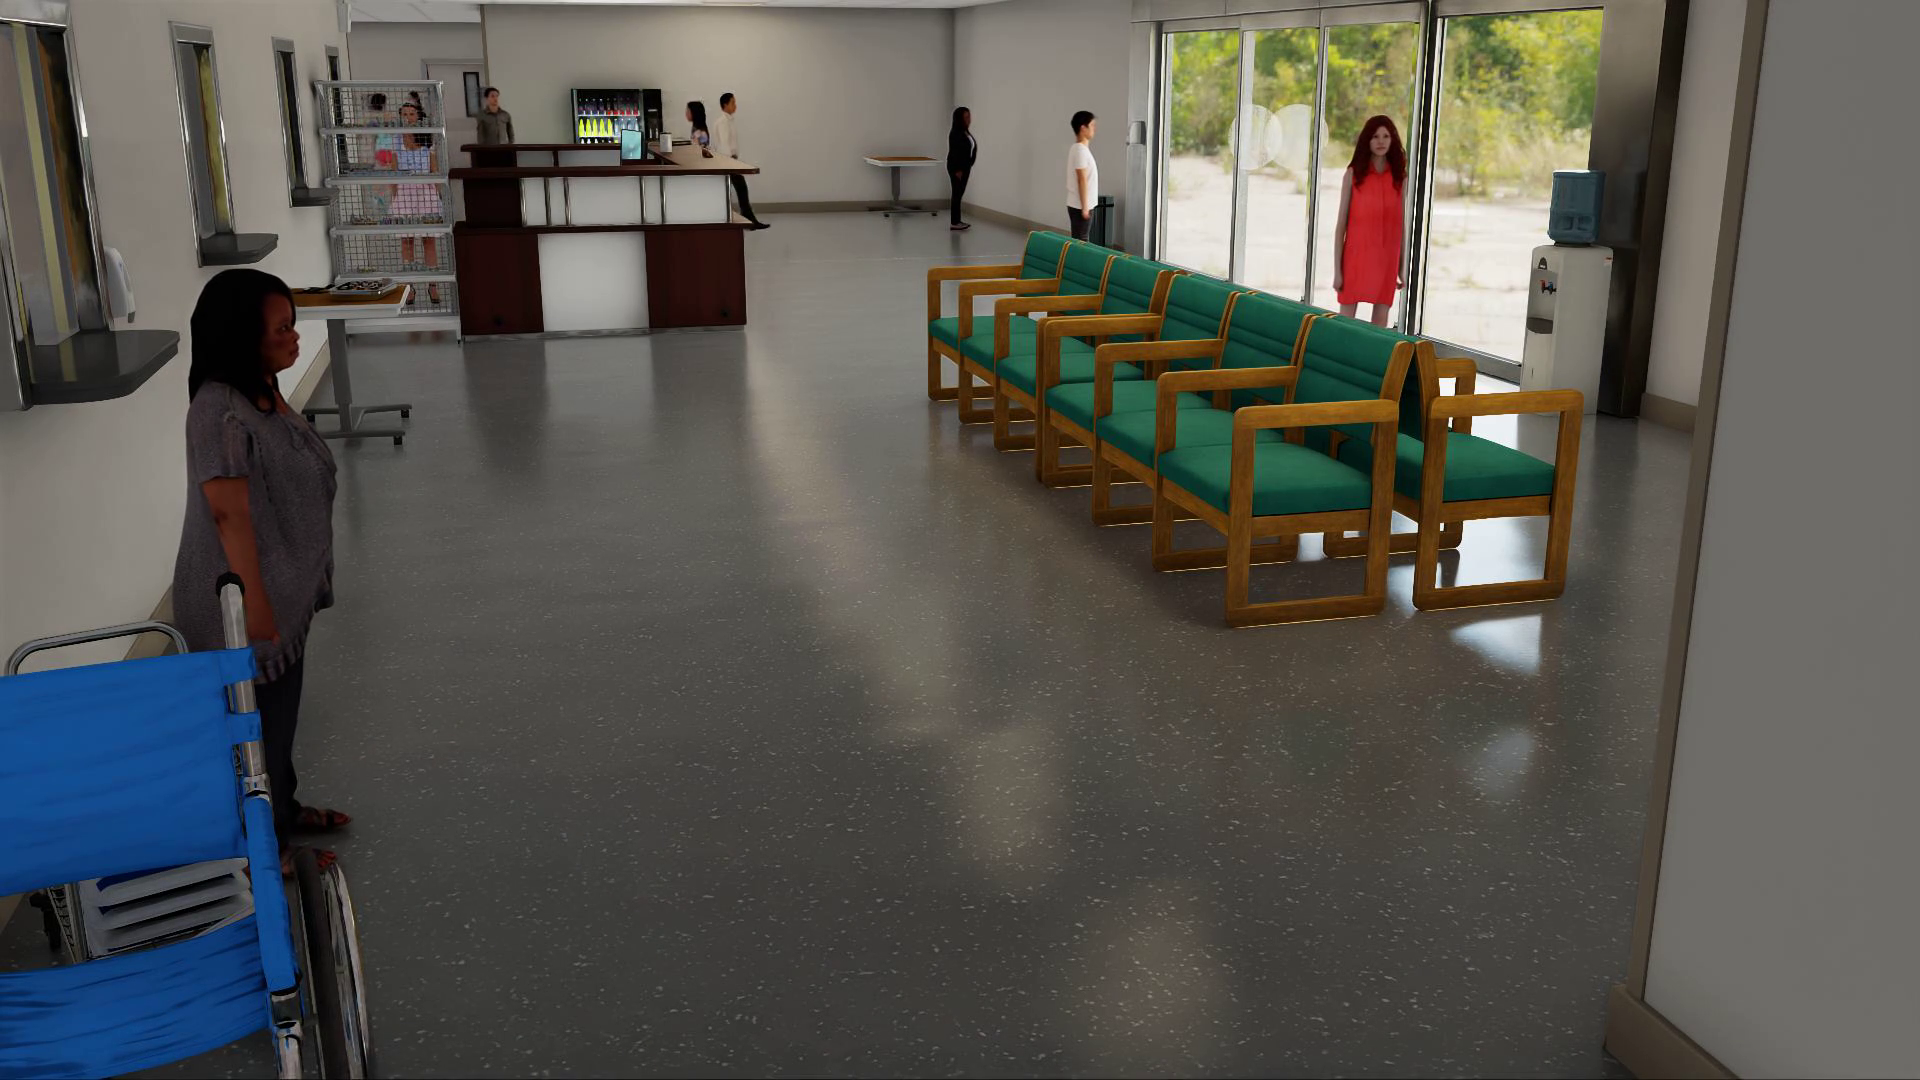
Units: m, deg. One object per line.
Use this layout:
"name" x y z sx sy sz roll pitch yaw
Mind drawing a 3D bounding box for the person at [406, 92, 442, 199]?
"person" -8.660 -6.293 26.798 1.147 1.715 1.223 9 18 28

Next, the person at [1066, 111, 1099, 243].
"person" 1.155 -3.234 15.938 0.617 1.722 0.674 0 16 -1

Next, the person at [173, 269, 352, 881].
"person" -1.858 0.094 4.350 0.648 1.603 0.639 -5 17 -17

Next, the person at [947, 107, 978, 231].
"person" -0.010 -5.022 22.476 0.754 1.615 0.748 2 16 7

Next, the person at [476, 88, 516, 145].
"person" -6.444 -5.287 22.998 1.192 1.841 1.098 -14 21 -40

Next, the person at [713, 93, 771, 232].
"person" -3.106 -4.860 21.636 1.288 1.757 1.017 3 16 9

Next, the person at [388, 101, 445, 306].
"person" -4.959 -3.068 15.168 0.668 1.818 0.769 -6 17 -19

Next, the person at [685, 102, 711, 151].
"person" -3.006 -4.382 20.089 1.197 1.678 0.809 0 16 0

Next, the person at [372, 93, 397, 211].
"person" -8.616 -5.784 24.957 1.154 1.736 1.021 4 16 14

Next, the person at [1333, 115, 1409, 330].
"person" 2.492 -1.650 10.125 0.515 1.826 0.703 -1 16 -4
